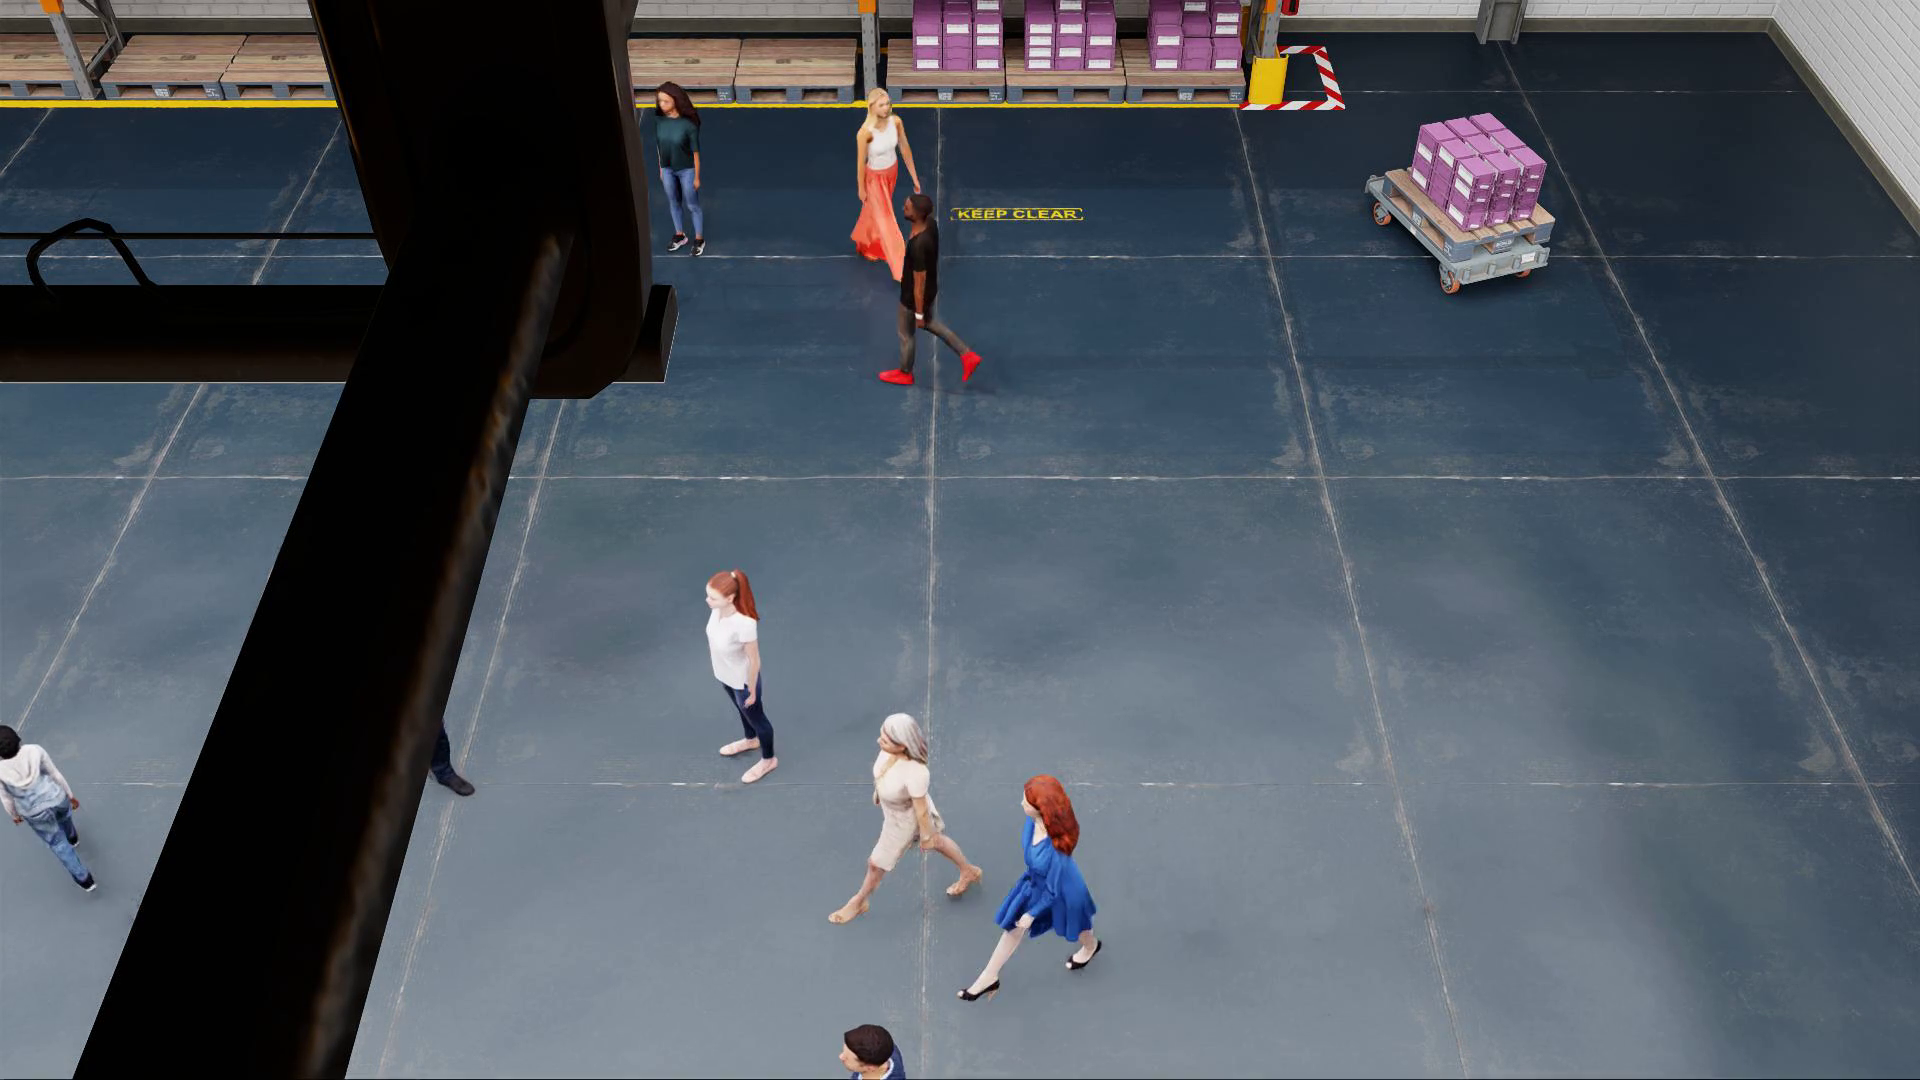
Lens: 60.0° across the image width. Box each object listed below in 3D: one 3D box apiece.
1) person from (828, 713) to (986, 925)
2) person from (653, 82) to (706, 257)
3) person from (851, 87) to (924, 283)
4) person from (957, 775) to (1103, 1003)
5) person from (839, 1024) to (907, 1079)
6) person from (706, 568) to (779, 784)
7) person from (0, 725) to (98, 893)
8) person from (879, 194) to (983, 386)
[{"bbox_3d":[-0.215,1.556,9.414,1.244,1.681,0.849,-12,45,-12],"label":"person"},{"bbox_3d":[-2.440,-3.240,14.494,0.644,1.617,0.744,15,46,15],"label":"person"},{"bbox_3d":[-0.732,-3.075,14.225,1.217,1.750,1.246,-33,53,-30],"label":"person"},{"bbox_3d":[0.592,1.889,8.997,1.205,1.773,0.886,-15,46,-15],"label":"person"},{"bbox_3d":[-0.293,2.845,7.952,0.821,1.831,0.621,0,44,0],"label":"person"},{"bbox_3d":[-1.332,0.808,10.157,0.672,1.738,0.653,-22,48,-21],"label":"person"},{"bbox_3d":[-5.349,1.567,9.721,0.912,1.241,0.839,33,52,30],"label":"person"},{"bbox_3d":[-0.224,-1.917,12.984,1.146,1.784,0.840,10,44,10],"label":"person"}]
